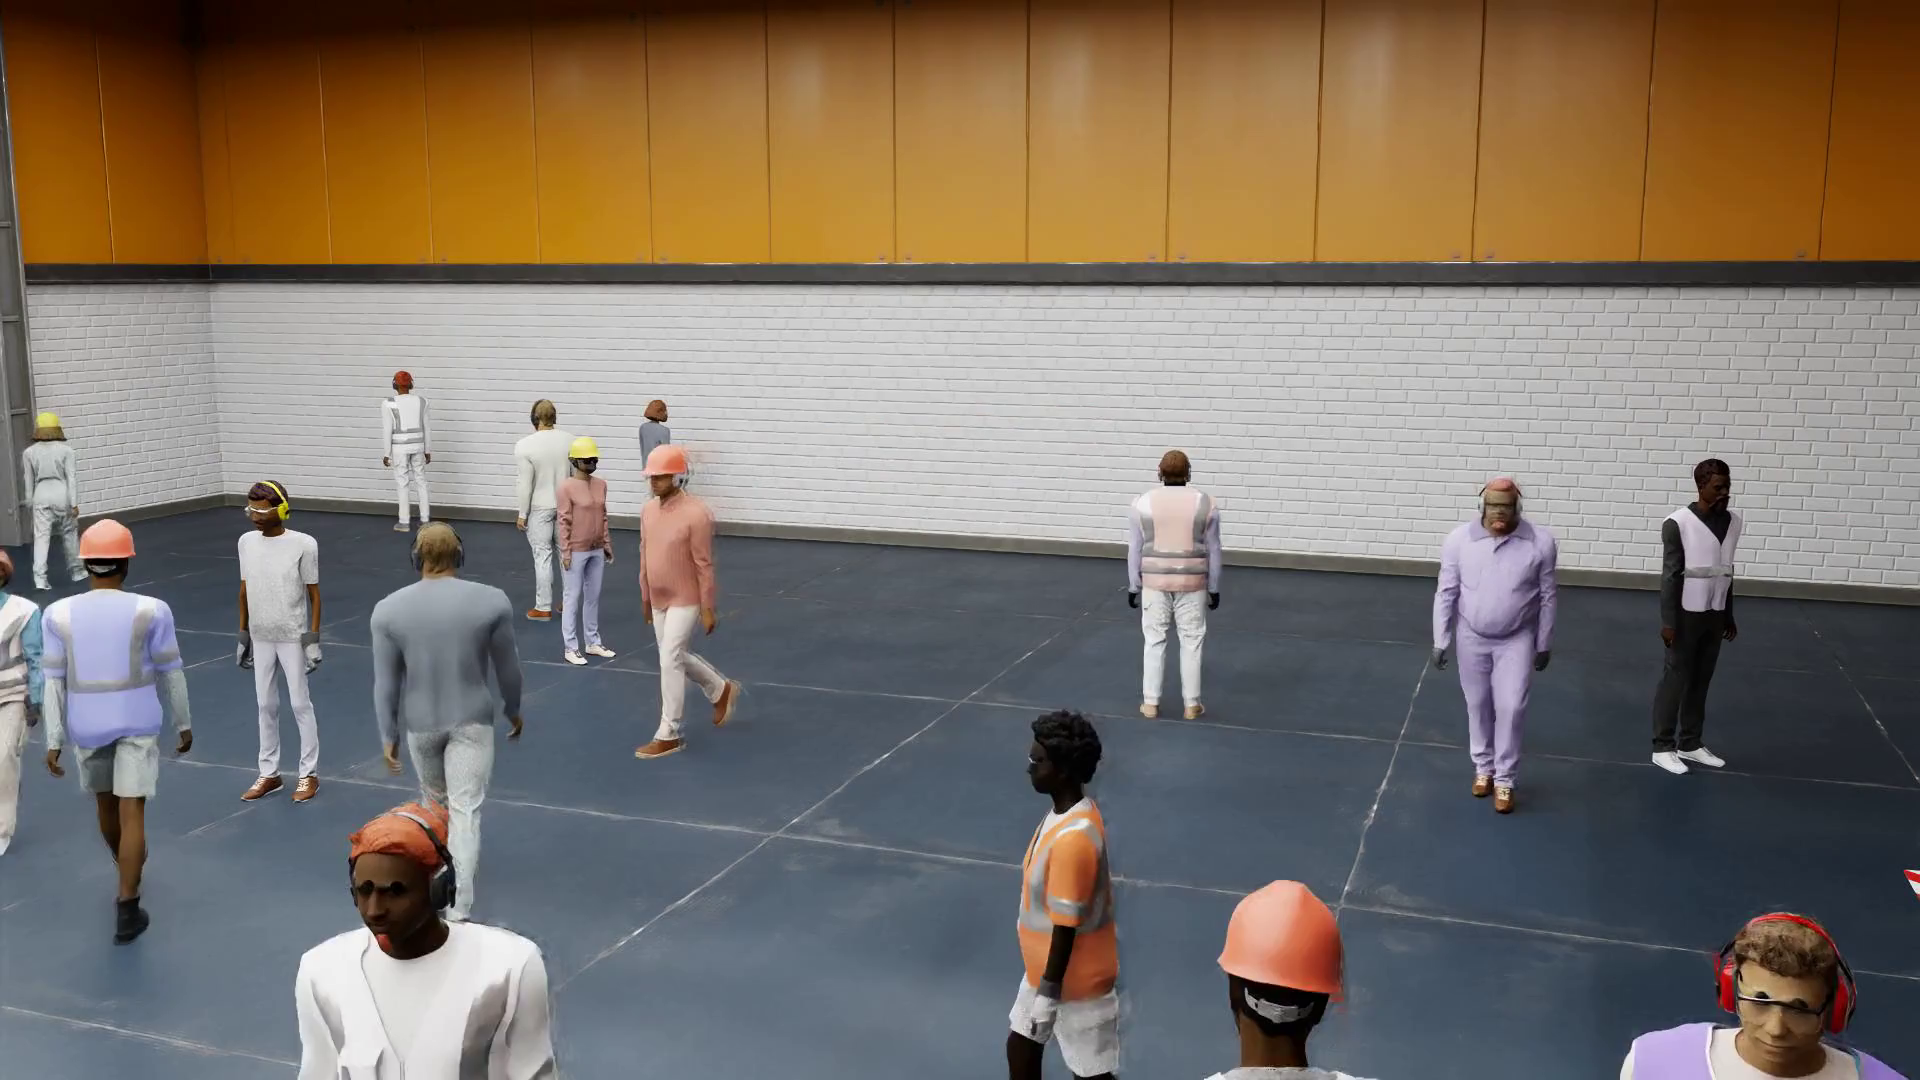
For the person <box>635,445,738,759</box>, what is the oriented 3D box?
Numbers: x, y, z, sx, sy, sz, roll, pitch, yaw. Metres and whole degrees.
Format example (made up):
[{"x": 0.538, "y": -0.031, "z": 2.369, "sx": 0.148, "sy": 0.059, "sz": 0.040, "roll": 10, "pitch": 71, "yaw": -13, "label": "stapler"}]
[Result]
[{"x": -1.757, "y": 0.354, "z": 10.635, "sx": 0.629, "sy": 1.969, "sz": 0.869, "roll": 8, "pitch": 12, "yaw": 41, "label": "person"}]

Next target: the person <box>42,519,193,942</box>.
[{"x": -3.930, "y": 0.842, "z": 7.821, "sx": 0.579, "sy": 1.884, "sz": 0.991, "roll": -2, "pitch": 9, "yaw": -14, "label": "person"}]

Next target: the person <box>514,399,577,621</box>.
[{"x": -3.587, "y": -0.260, "z": 14.499, "sx": 0.372, "sy": 1.940, "sz": 0.632, "roll": 9, "pitch": 13, "yaw": 43, "label": "person"}]

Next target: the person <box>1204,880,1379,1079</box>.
[{"x": 0.584, "y": 1.596, "z": 3.102, "sx": 0.549, "sy": 1.907, "sz": 0.559, "roll": 0, "pitch": 9, "yaw": 0, "label": "person"}]

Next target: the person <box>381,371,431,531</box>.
[{"x": -6.487, "y": -1.040, "z": 19.514, "sx": 0.575, "sy": 1.881, "sz": 0.356, "roll": -8, "pitch": 12, "yaw": -40, "label": "person"}]

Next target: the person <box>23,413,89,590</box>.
[{"x": -8.747, "y": -0.380, "z": 16.026, "sx": 0.492, "sy": 1.687, "sz": 0.916, "roll": -2, "pitch": 9, "yaw": -11, "label": "person"}]

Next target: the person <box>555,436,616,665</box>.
[{"x": -2.908, "y": 0.076, "z": 12.947, "sx": 0.315, "sy": 1.769, "sz": 0.523, "roll": 6, "pitch": 11, "yaw": 31, "label": "person"}]

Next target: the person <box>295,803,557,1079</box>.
[{"x": -1.199, "y": 1.503, "z": 3.752, "sx": 0.605, "sy": 1.871, "sz": 0.419, "roll": 1, "pitch": 9, "yaw": 4, "label": "person"}]

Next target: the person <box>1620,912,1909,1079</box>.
[{"x": 1.606, "y": 1.594, "z": 3.373, "sx": 0.569, "sy": 1.823, "sz": 0.720, "roll": 4, "pitch": 10, "yaw": 25, "label": "person"}]

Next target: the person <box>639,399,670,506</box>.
[{"x": -3.378, "y": -0.748, "z": 18.497, "sx": 0.505, "sy": 1.629, "sz": 0.275, "roll": 8, "pitch": 12, "yaw": 40, "label": "person"}]

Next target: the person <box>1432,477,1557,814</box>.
[{"x": 3.005, "y": 0.584, "z": 9.425, "sx": 0.660, "sy": 1.877, "sz": 0.740, "roll": 4, "pitch": 10, "yaw": 24, "label": "person"}]

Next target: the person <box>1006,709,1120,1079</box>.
[{"x": 0.412, "y": 1.358, "z": 5.295, "sx": 0.802, "sy": 1.669, "sz": 0.525, "roll": 0, "pitch": 9, "yaw": -3, "label": "person"}]

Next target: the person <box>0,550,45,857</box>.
[{"x": -5.049, "y": 0.827, "z": 8.719, "sx": 0.541, "sy": 1.616, "sz": 0.488, "roll": -1, "pitch": 9, "yaw": -8, "label": "person"}]

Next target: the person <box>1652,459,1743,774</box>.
[{"x": 4.496, "y": 0.453, "z": 10.142, "sx": 0.591, "sy": 1.915, "sz": 0.364, "roll": -4, "pitch": 10, "yaw": -25, "label": "person"}]

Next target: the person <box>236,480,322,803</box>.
[{"x": -3.906, "y": 0.579, "z": 9.530, "sx": 0.520, "sy": 1.865, "sz": 0.327, "roll": 1, "pitch": 9, "yaw": 7, "label": "person"}]

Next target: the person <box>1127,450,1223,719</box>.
[{"x": 1.460, "y": 0.306, "z": 11.297, "sx": 0.652, "sy": 1.839, "sz": 0.429, "roll": 1, "pitch": 9, "yaw": 8, "label": "person"}]

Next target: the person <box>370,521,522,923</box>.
[{"x": -2.382, "y": 0.855, "z": 7.772, "sx": 0.641, "sy": 1.890, "sz": 1.011, "roll": -1, "pitch": 9, "yaw": -7, "label": "person"}]
